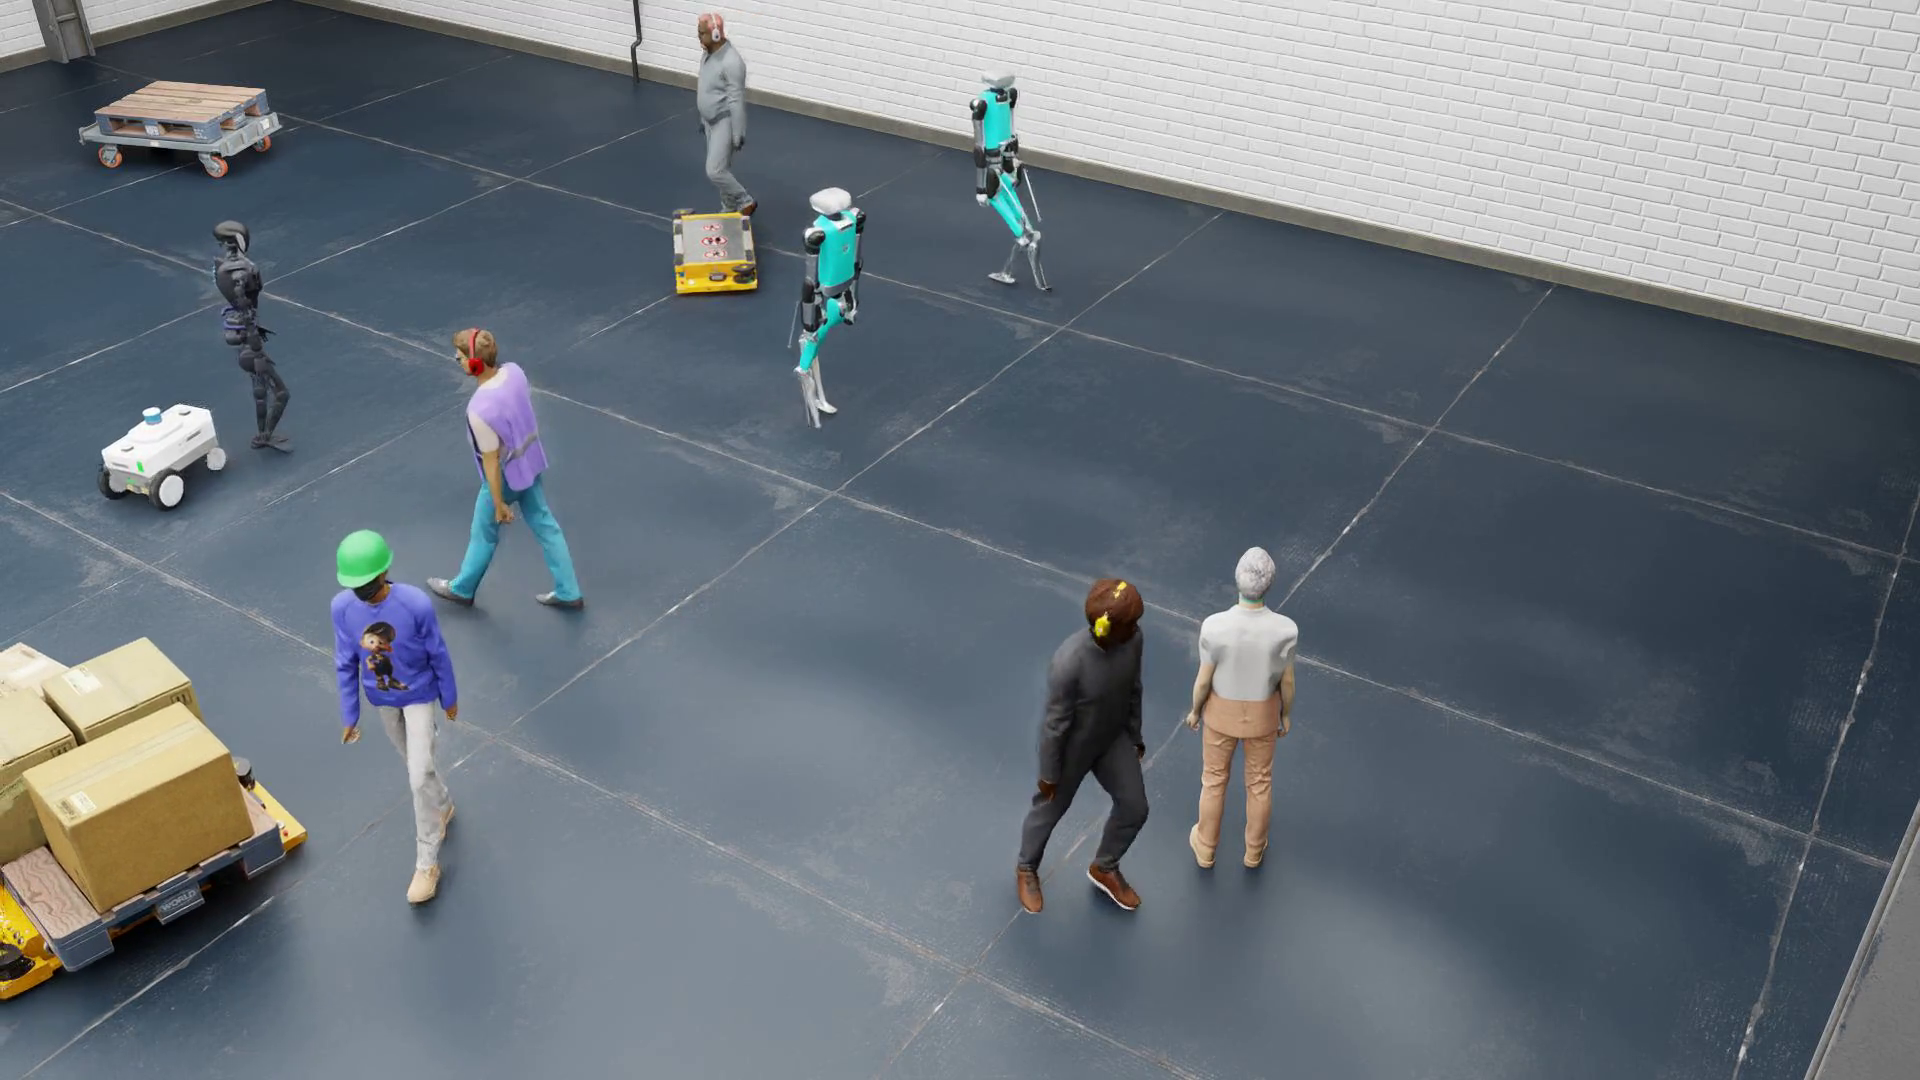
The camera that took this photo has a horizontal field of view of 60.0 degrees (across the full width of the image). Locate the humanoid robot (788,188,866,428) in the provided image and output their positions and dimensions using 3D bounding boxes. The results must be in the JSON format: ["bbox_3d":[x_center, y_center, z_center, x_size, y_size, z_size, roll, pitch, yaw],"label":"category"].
[{"bbox_3d":[-1.018,-1.577,11.410,0.756,1.835,0.542,24,40,32],"label":"humanoid robot"}]

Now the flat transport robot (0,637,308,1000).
[{"bbox_3d":[-3.913,1.551,7.843,0.659,0.231,1.431,28,42,36],"label":"flat transport robot"}]

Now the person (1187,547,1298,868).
[{"bbox_3d":[1.295,0.792,7.655,0.482,1.748,0.319,2,33,3],"label":"person"}]

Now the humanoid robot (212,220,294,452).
[{"bbox_3d":[-4.719,-1.345,11.052,0.320,1.648,0.605,-14,35,-20],"label":"humanoid robot"}]

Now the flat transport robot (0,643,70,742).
[{"bbox_3d":[-4.631,1.378,8.112,0.659,0.231,1.431,26,41,34],"label":"flat transport robot"}]

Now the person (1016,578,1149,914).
[{"bbox_3d":[0.577,0.914,7.382,0.576,1.839,0.658,-23,39,-31],"label":"person"}]

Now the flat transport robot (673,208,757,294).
[{"bbox_3d":[-2.086,-2.464,14.089,0.659,0.231,1.431,-5,33,-8],"label":"flat transport robot"}]

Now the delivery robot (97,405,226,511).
[{"bbox_3d":[-5.223,-0.582,10.881,0.499,0.577,0.769,11,34,17],"label":"delivery robot"}]

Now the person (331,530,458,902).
[{"bbox_3d":[-2.591,0.795,7.556,0.477,1.845,0.819,3,33,5],"label":"person"}]

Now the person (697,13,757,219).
[{"bbox_3d":[-2.076,-3.583,14.330,0.455,1.890,0.661,-16,36,-23],"label":"person"}]

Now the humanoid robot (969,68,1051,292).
[{"bbox_3d":[0.474,-2.780,13.321,0.776,1.898,0.550,22,39,30],"label":"humanoid robot"}]

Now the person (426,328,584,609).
[{"bbox_3d":[-2.664,-0.380,9.432,0.937,1.802,0.570,8,34,13],"label":"person"}]
